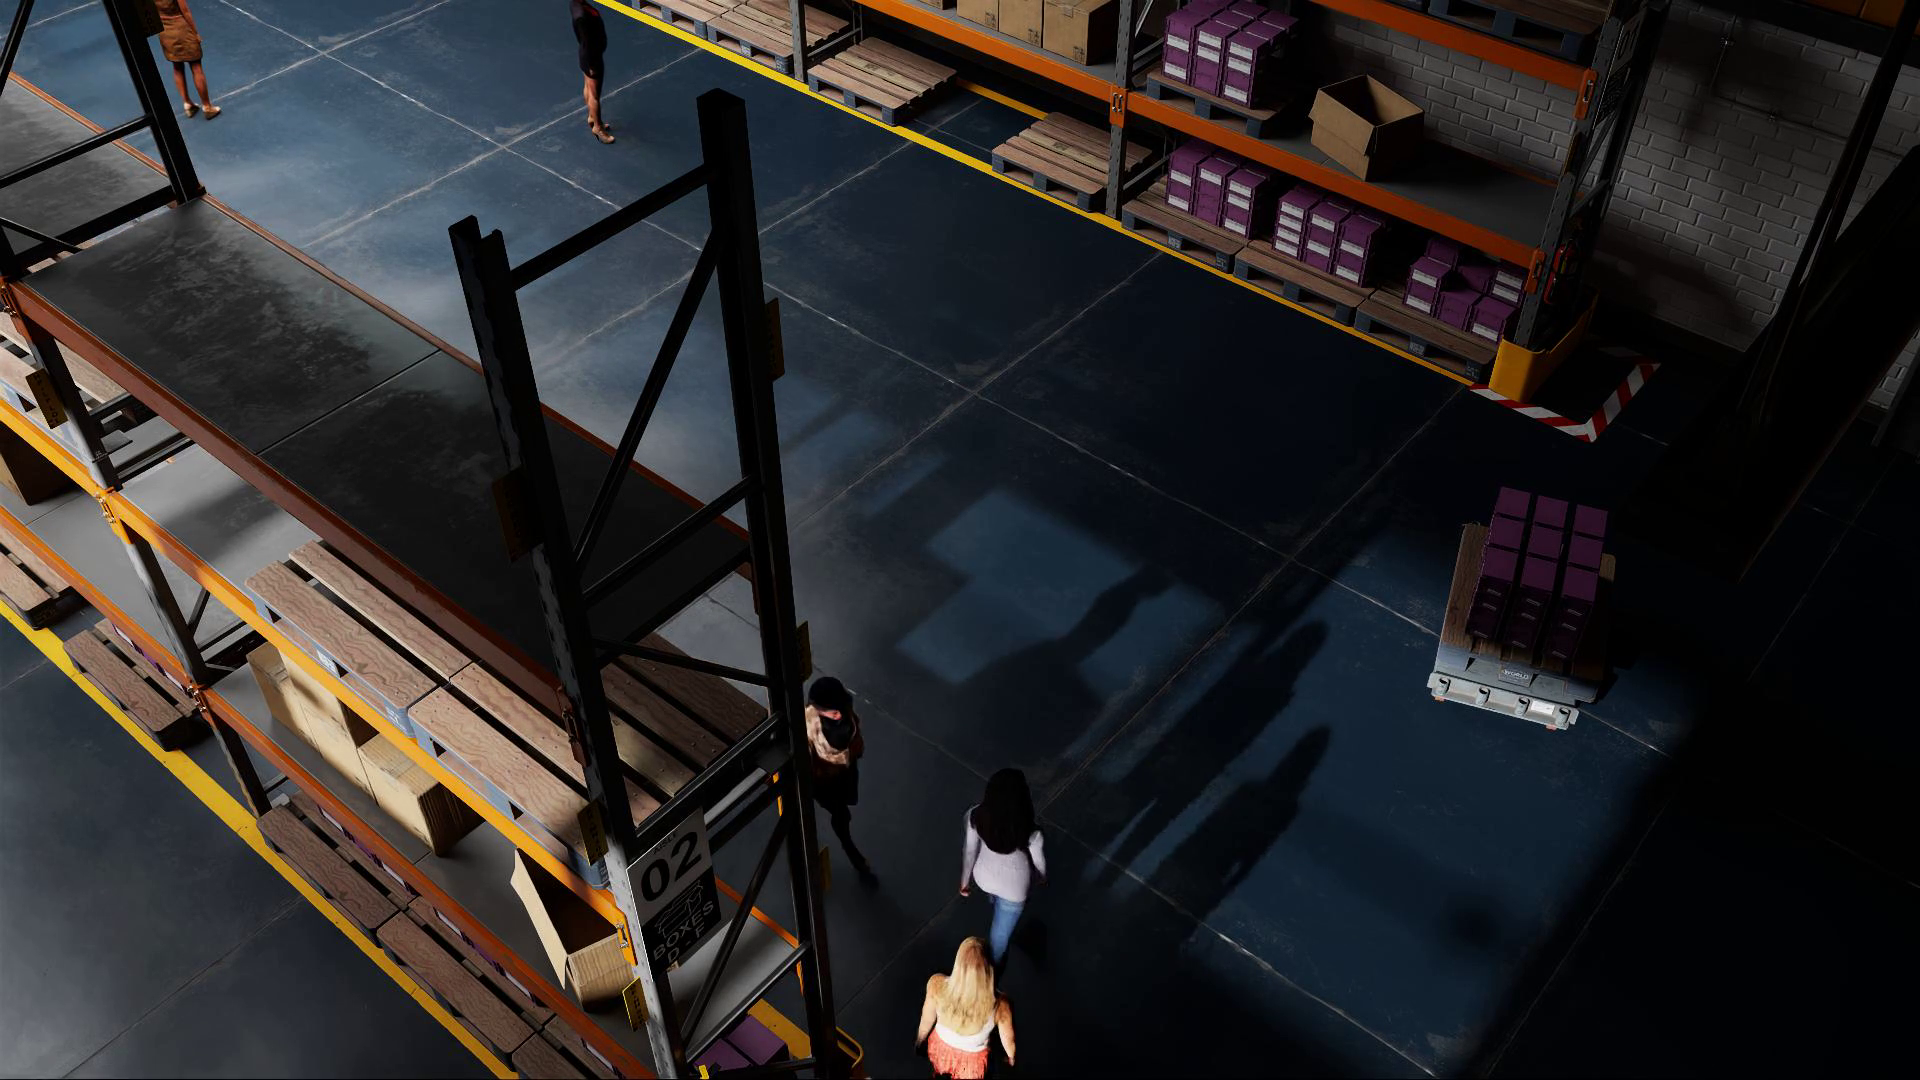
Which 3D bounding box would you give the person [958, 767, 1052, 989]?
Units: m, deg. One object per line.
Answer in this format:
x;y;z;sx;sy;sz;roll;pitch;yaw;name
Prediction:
0.195;1.934;9.007;1.147;1.692;0.873;18;46;18;person

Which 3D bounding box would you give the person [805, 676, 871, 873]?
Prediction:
-0.806;1.297;9.629;0.878;1.758;0.638;28;50;26;person

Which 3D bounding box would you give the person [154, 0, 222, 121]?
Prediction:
-7.626;-4.925;16.214;0.591;1.683;0.698;8;44;8;person

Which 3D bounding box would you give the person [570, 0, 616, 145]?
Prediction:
-3.528;-4.600;15.905;0.757;1.640;0.686;-13;45;-13;person

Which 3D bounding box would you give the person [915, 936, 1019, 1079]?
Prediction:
-0.022;2.637;8.203;0.818;1.784;0.842;14;45;14;person
